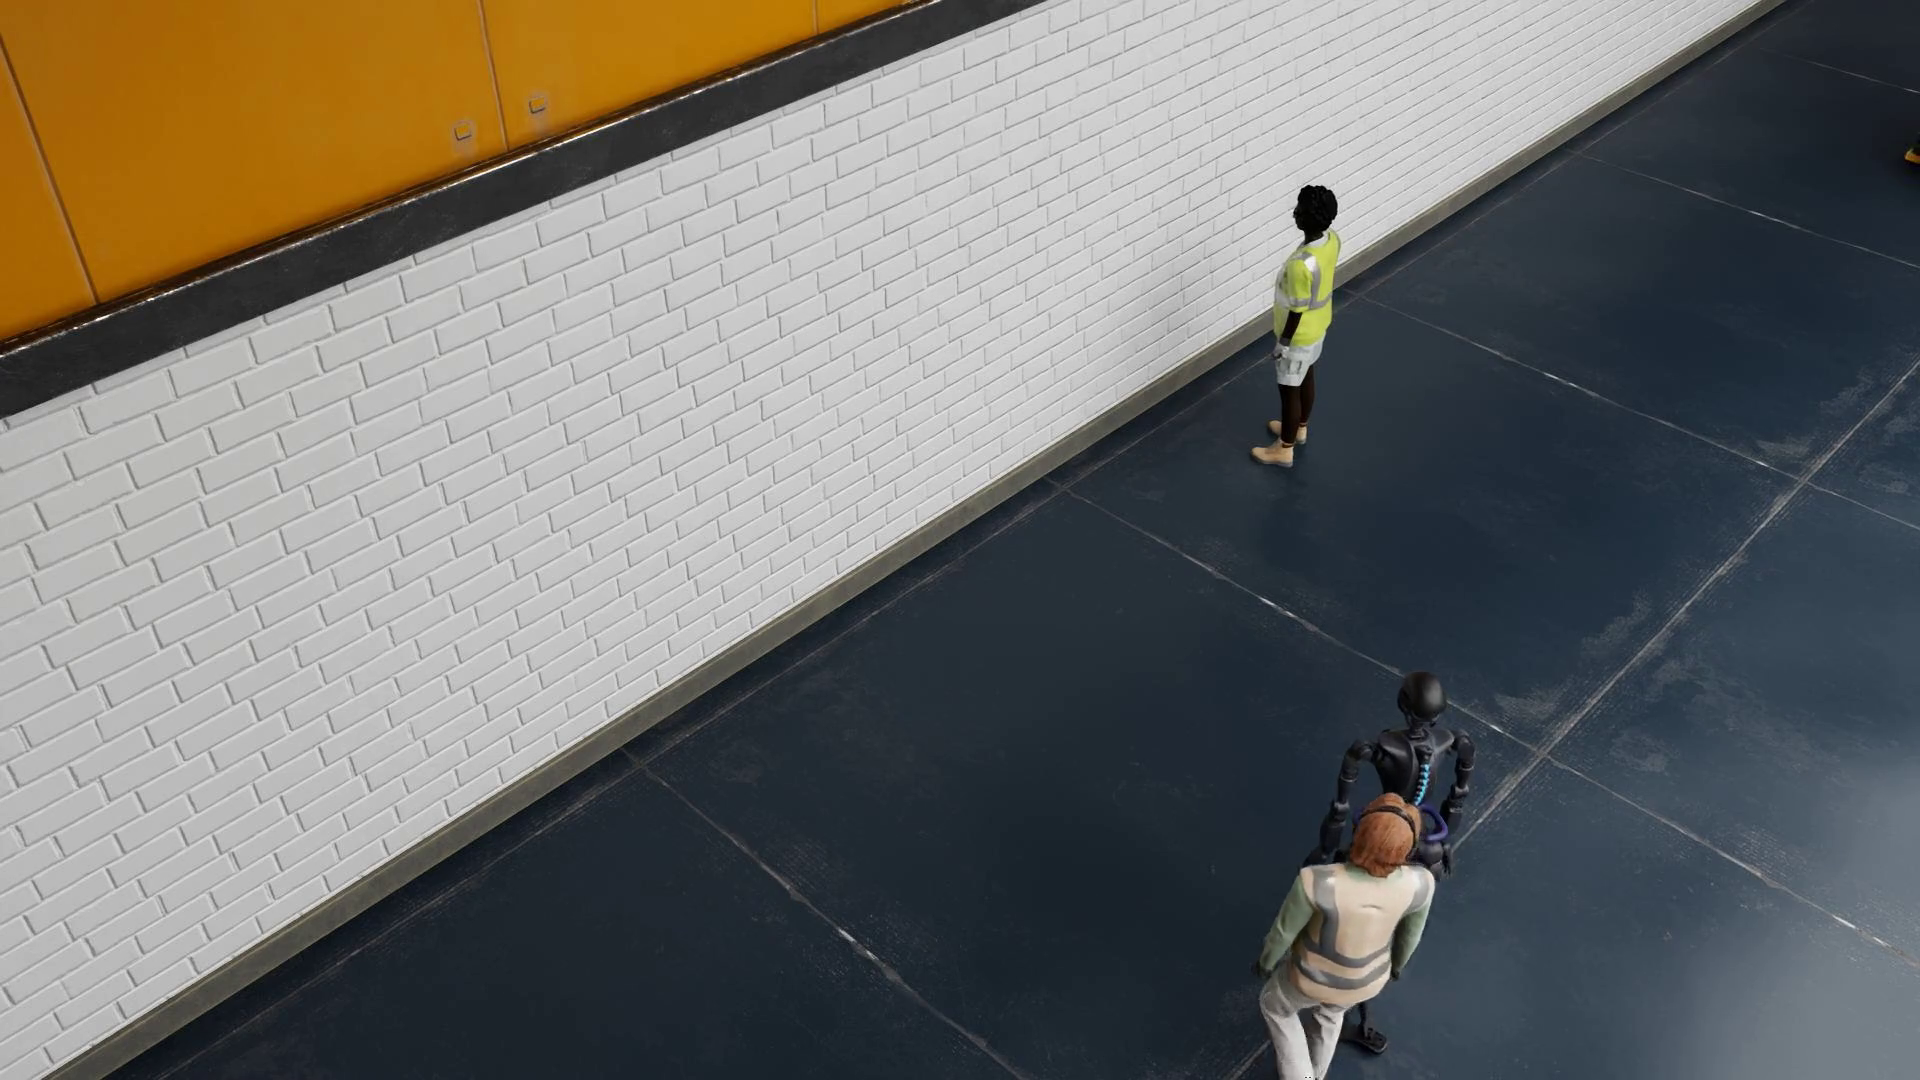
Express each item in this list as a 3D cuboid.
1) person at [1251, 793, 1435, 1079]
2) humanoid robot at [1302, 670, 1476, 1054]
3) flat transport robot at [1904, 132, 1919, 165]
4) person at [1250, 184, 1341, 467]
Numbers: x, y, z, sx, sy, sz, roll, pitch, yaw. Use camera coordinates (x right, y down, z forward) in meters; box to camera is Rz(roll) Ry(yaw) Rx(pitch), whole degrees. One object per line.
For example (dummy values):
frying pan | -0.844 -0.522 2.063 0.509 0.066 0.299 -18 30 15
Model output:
person | 1.335 1.527 5.926 0.568 1.612 0.401 -9 40 -11
humanoid robot | 1.632 1.163 6.380 0.592 1.613 0.822 -6 39 -8
flat transport robot | 7.924 -2.798 12.418 1.431 0.231 0.659 30 47 32
person | 1.885 -1.187 9.259 0.316 1.696 0.540 19 43 23
